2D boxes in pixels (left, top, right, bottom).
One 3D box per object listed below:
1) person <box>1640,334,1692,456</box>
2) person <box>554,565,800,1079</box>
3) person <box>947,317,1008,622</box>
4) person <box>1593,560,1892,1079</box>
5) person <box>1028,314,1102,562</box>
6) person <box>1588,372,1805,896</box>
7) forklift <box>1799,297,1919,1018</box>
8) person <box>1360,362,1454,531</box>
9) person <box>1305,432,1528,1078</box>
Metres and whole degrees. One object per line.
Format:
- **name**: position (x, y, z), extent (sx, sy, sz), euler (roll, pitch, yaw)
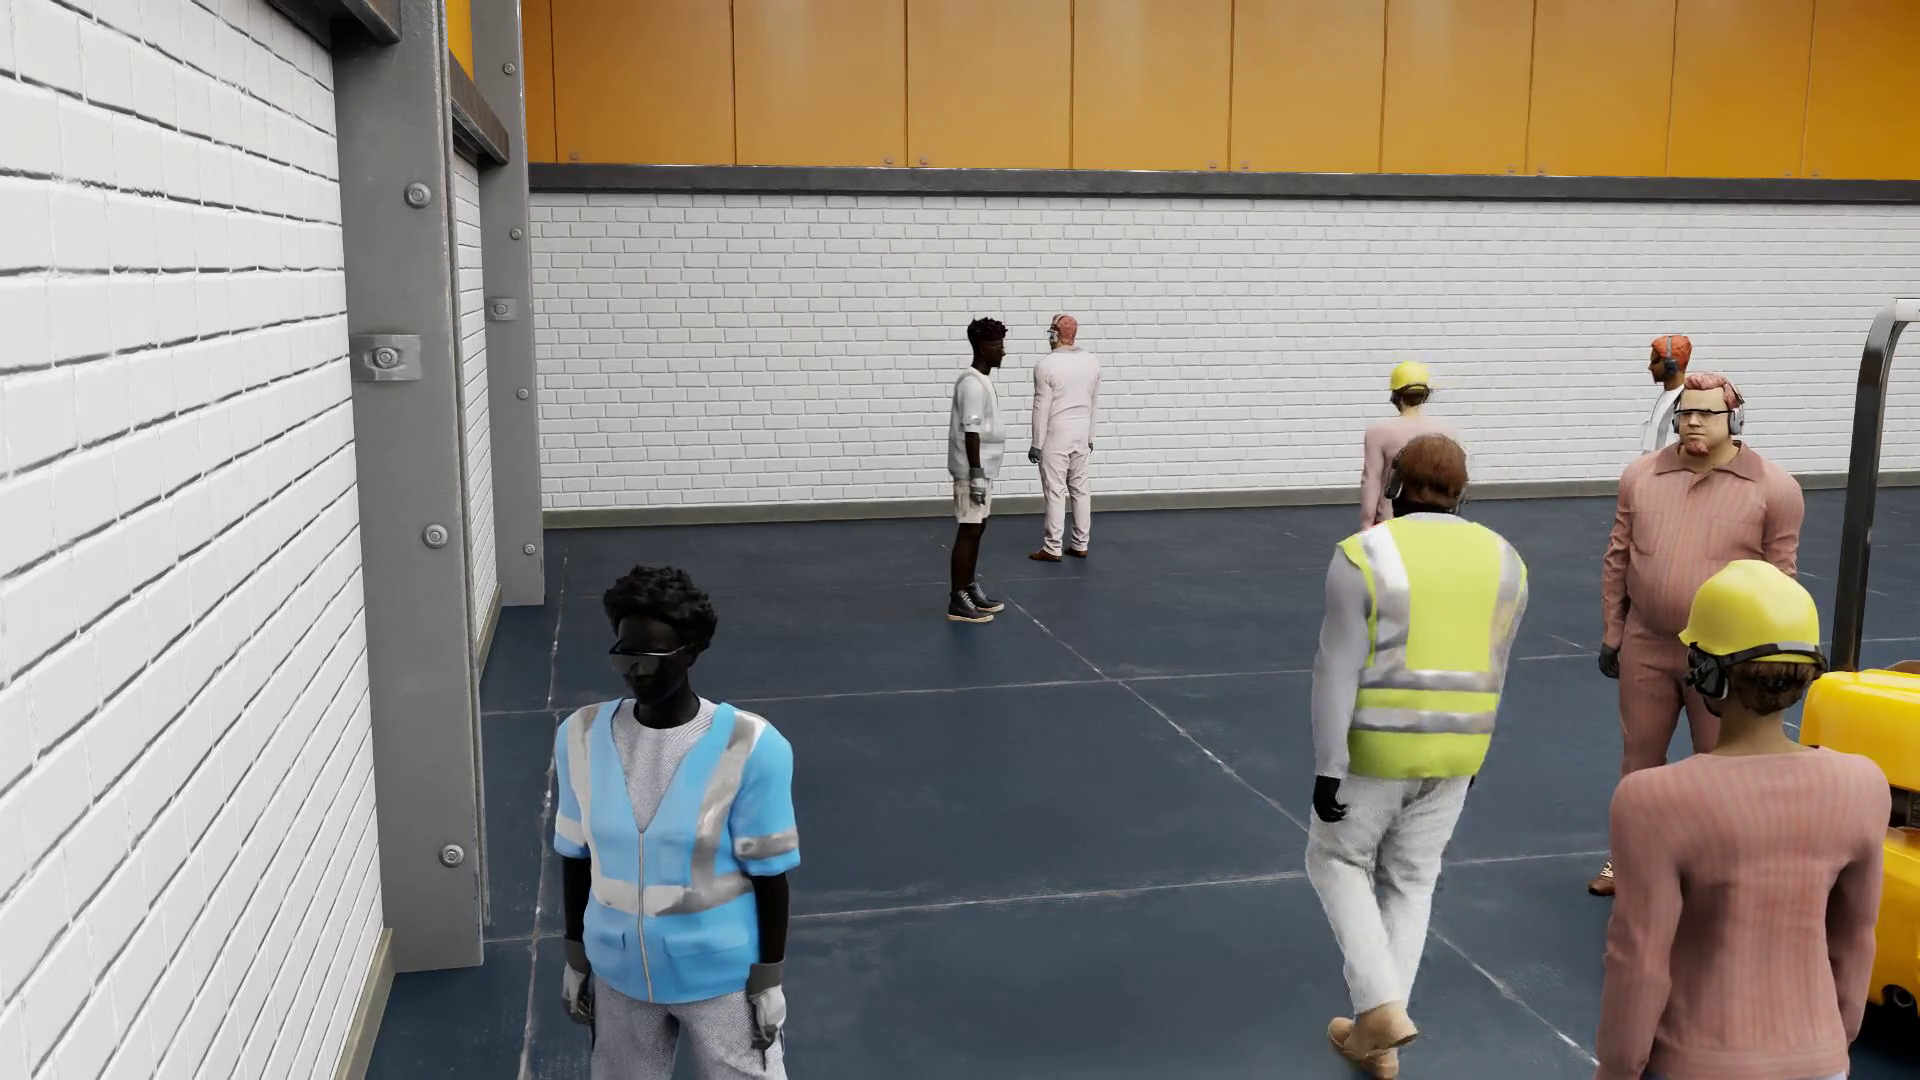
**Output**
- **person**: position (4.129, -0.255, 9.706), extent (0.358, 1.885, 0.572), euler (1, 9, 9)
- **person**: position (-0.581, 0.877, 3.405), extent (0.536, 1.690, 0.321), euler (3, 10, 15)
- **person**: position (0.119, -0.457, 10.745), extent (0.382, 1.958, 0.599), euler (2, 10, 11)
- **person**: position (1.352, 0.913, 2.945), extent (0.526, 1.769, 0.328), euler (-2, 9, -10)
- **person**: position (0.785, -0.784, 12.855), extent (0.643, 1.913, 0.410), euler (-7, 12, -38)
- **person**: position (2.566, 0.365, 5.858), extent (0.639, 1.910, 0.407), euler (7, 12, 38)
- **forklift**: position (3.542, 0.334, 5.177), extent (2.313, 2.155, 1.214), euler (-9, 13, -43)
- **person**: position (2.476, -0.132, 9.375), extent (0.548, 1.733, 0.798), euler (0, 9, -2)
- **person**: position (1.271, 0.609, 4.666), extent (0.664, 1.808, 0.476), euler (-2, 10, -14)
